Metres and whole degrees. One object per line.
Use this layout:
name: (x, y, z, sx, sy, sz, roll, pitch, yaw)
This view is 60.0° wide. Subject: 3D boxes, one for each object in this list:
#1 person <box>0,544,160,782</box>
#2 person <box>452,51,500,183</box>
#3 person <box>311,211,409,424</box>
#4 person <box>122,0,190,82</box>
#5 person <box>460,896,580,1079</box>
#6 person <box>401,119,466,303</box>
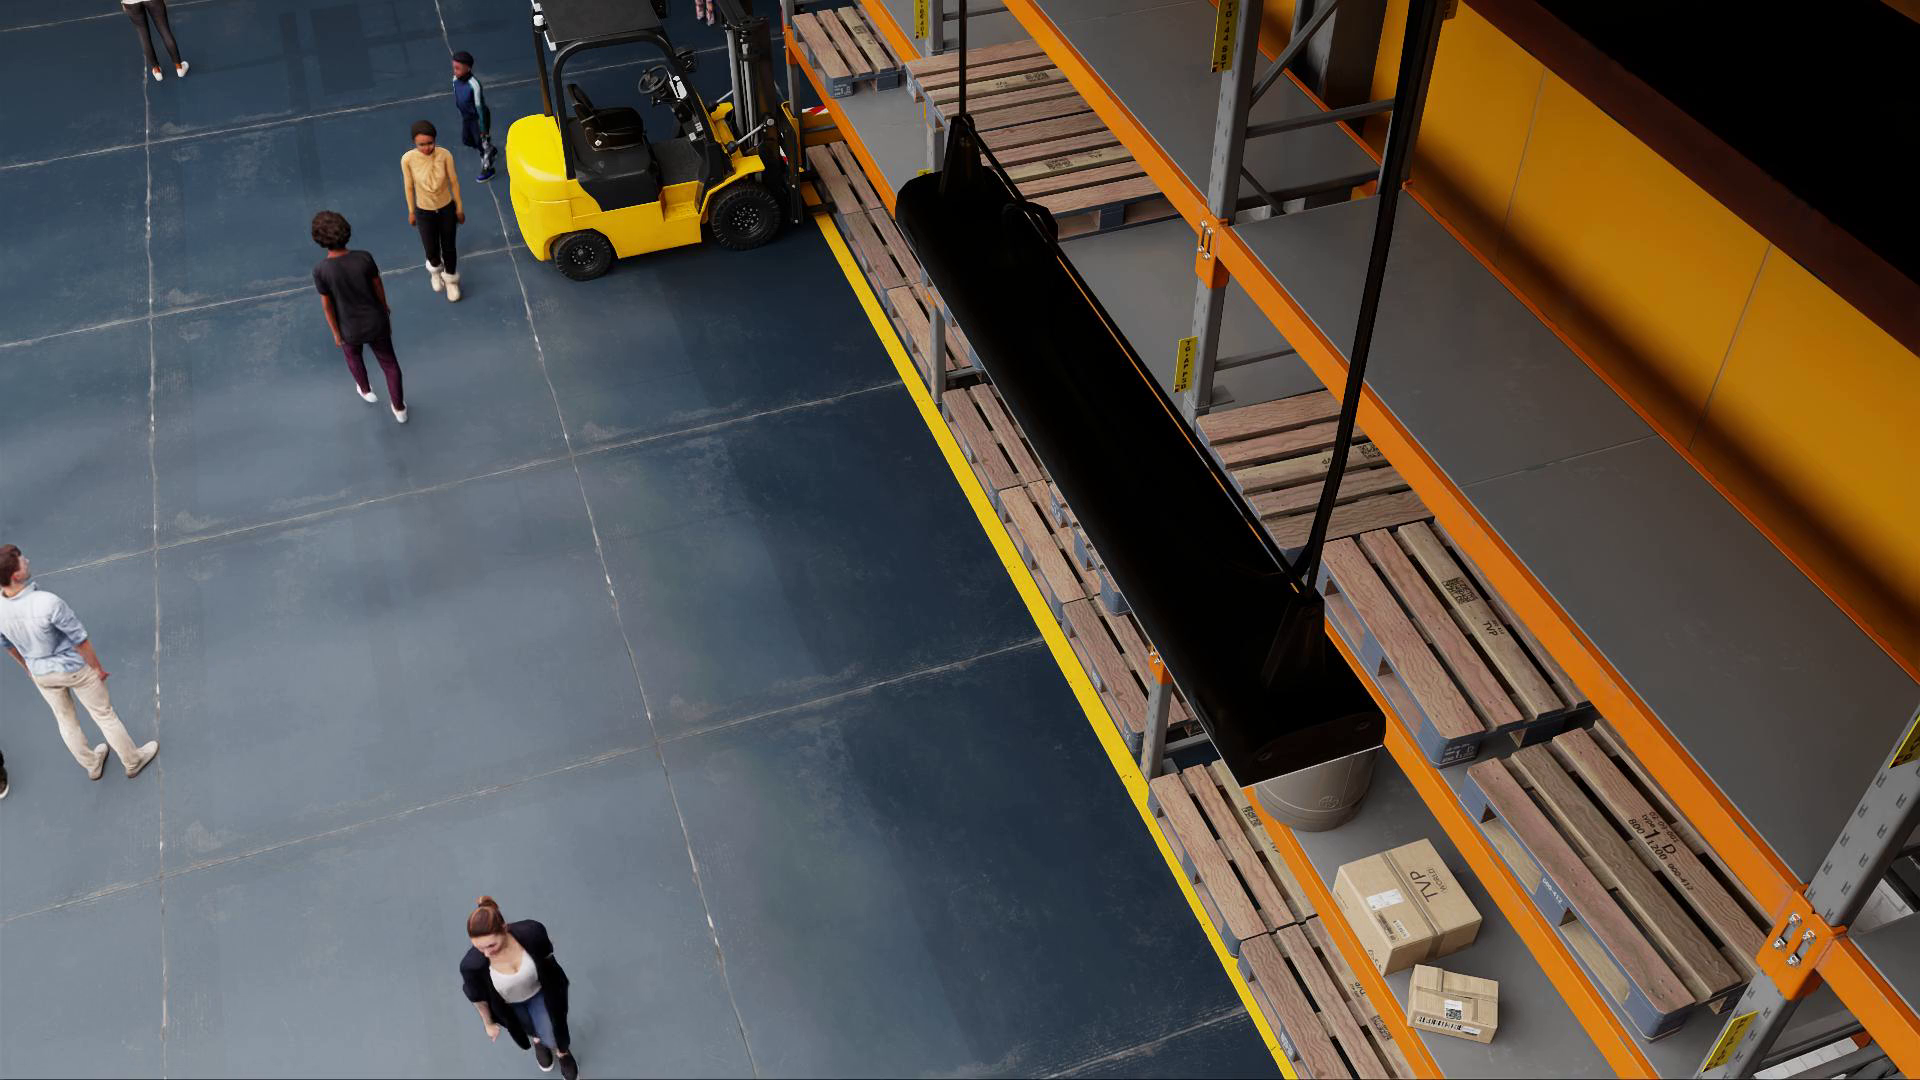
person: (-5.348, 0.756, 9.884, 0.719, 1.847, 0.684, 0, 44, 0)
person: (-4.389, -3.898, 15.203, 0.643, 1.250, 0.699, 25, 49, 24)
person: (-4.459, -1.610, 12.432, 0.684, 1.759, 0.863, -18, 46, -18)
person: (-8.088, -5.356, 16.446, 0.558, 1.646, 0.521, -13, 45, -14)
person: (-2.235, 2.242, 8.467, 0.654, 1.651, 0.718, -25, 49, -24)
person: (-4.331, -2.762, 13.724, 0.612, 1.645, 0.624, -11, 45, -12)
